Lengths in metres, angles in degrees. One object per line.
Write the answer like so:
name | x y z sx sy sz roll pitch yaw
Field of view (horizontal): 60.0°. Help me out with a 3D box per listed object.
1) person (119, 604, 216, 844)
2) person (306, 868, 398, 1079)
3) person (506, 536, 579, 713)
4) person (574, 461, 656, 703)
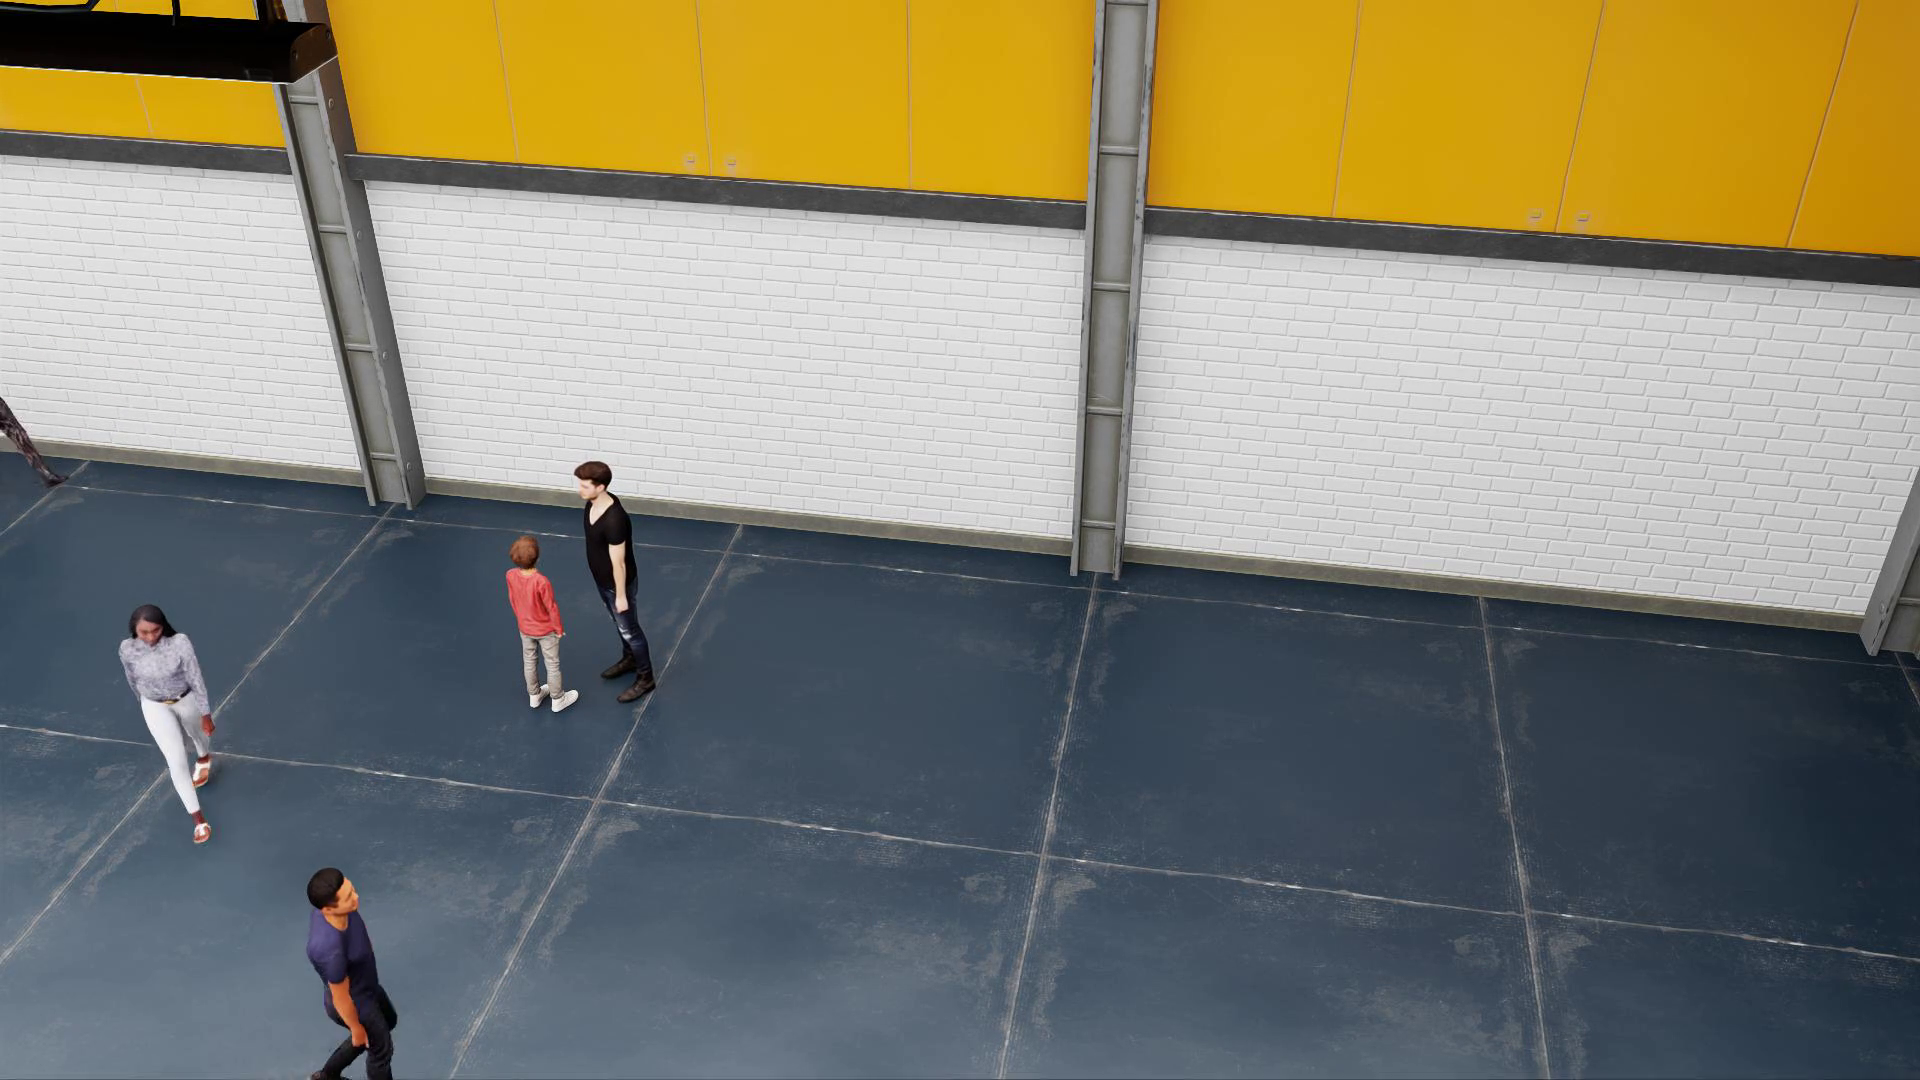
person | -5.033 1.040 10.643 1.194 1.652 1.062 -8 34 -12
person | -3.189 2.353 8.553 0.948 1.778 0.836 -8 34 -11
person | -2.939 0.581 11.548 0.488 1.414 0.621 12 36 18
person | -2.393 0.258 11.603 0.775 1.892 0.734 -18 38 -25
